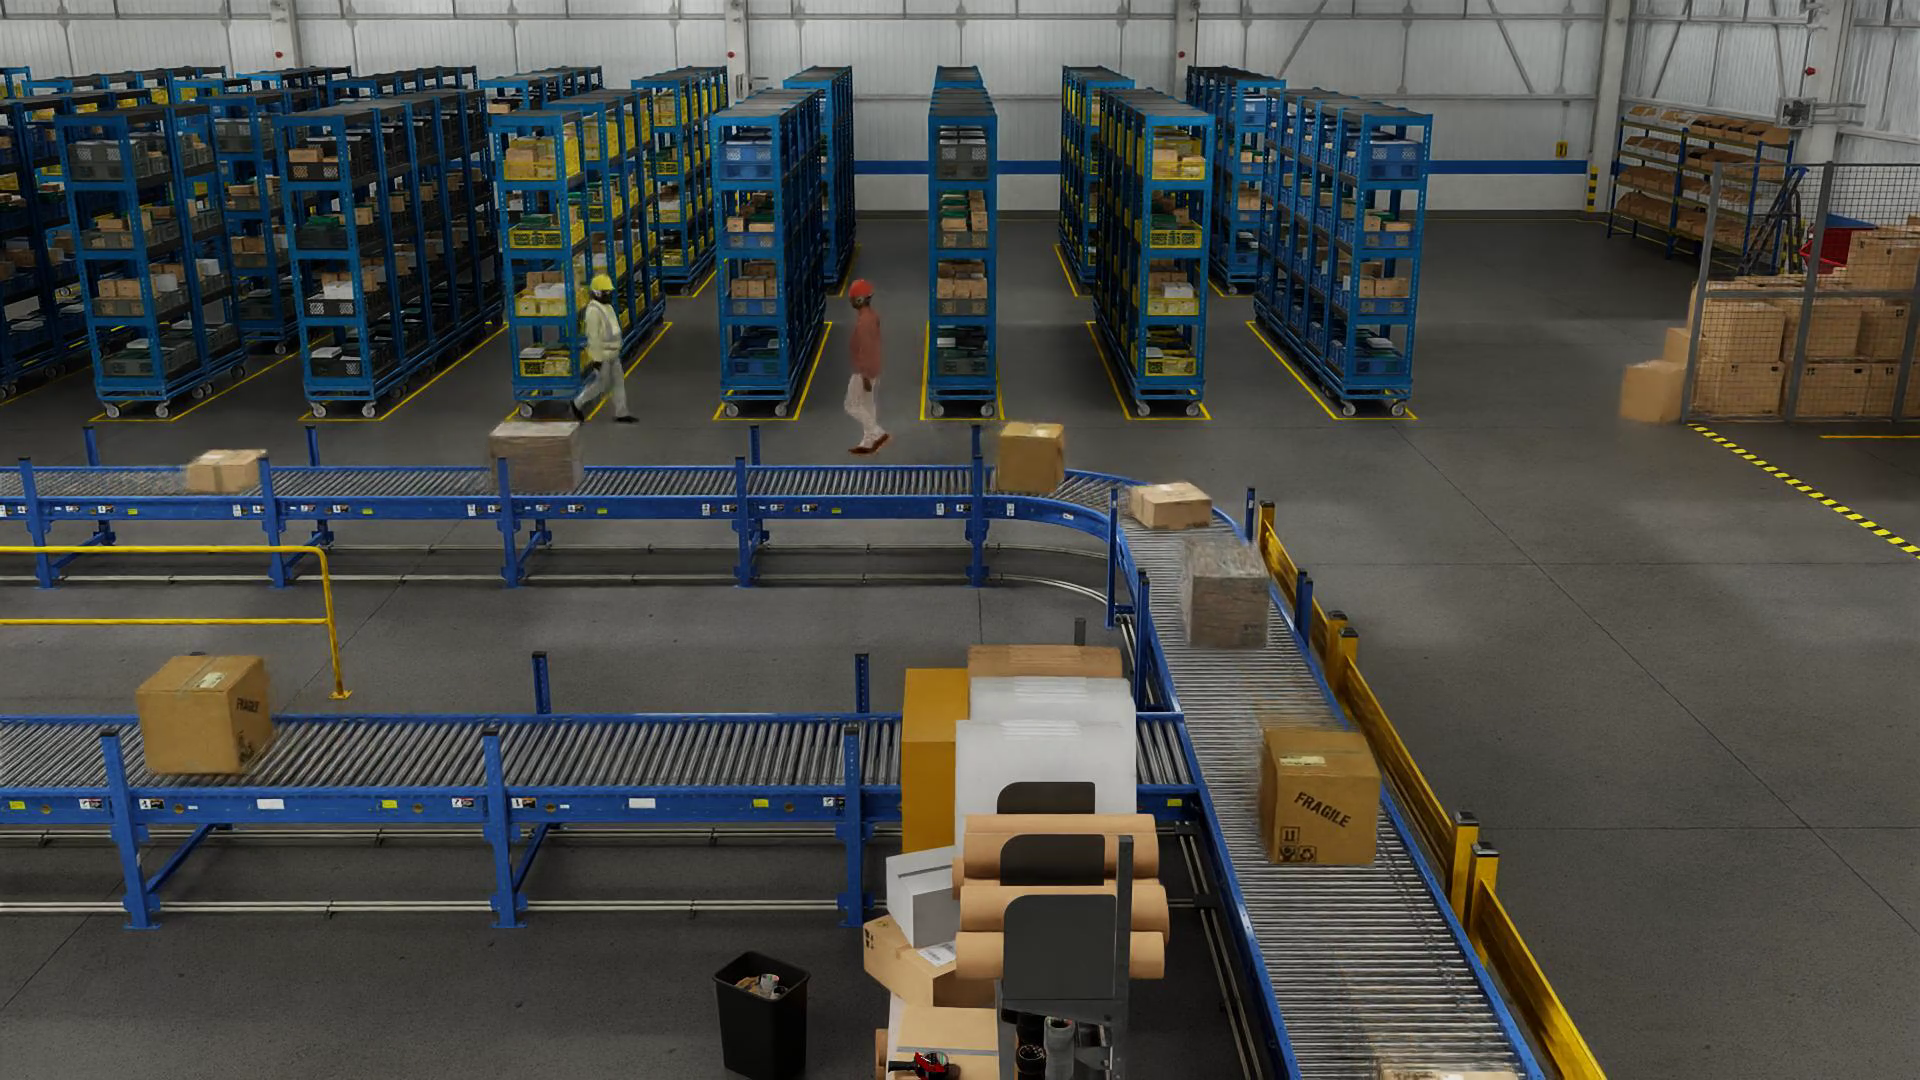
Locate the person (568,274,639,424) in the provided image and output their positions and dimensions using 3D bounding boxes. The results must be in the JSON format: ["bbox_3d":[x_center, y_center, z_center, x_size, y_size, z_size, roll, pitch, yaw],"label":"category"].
[{"bbox_3d":[-4.244,-2.236,19.600,0.761,1.807,0.603,2,18,7],"label":"person"}]

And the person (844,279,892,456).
[{"bbox_3d":[-1.041,-1.867,18.184,0.467,1.976,0.624,4,18,12],"label":"person"}]
